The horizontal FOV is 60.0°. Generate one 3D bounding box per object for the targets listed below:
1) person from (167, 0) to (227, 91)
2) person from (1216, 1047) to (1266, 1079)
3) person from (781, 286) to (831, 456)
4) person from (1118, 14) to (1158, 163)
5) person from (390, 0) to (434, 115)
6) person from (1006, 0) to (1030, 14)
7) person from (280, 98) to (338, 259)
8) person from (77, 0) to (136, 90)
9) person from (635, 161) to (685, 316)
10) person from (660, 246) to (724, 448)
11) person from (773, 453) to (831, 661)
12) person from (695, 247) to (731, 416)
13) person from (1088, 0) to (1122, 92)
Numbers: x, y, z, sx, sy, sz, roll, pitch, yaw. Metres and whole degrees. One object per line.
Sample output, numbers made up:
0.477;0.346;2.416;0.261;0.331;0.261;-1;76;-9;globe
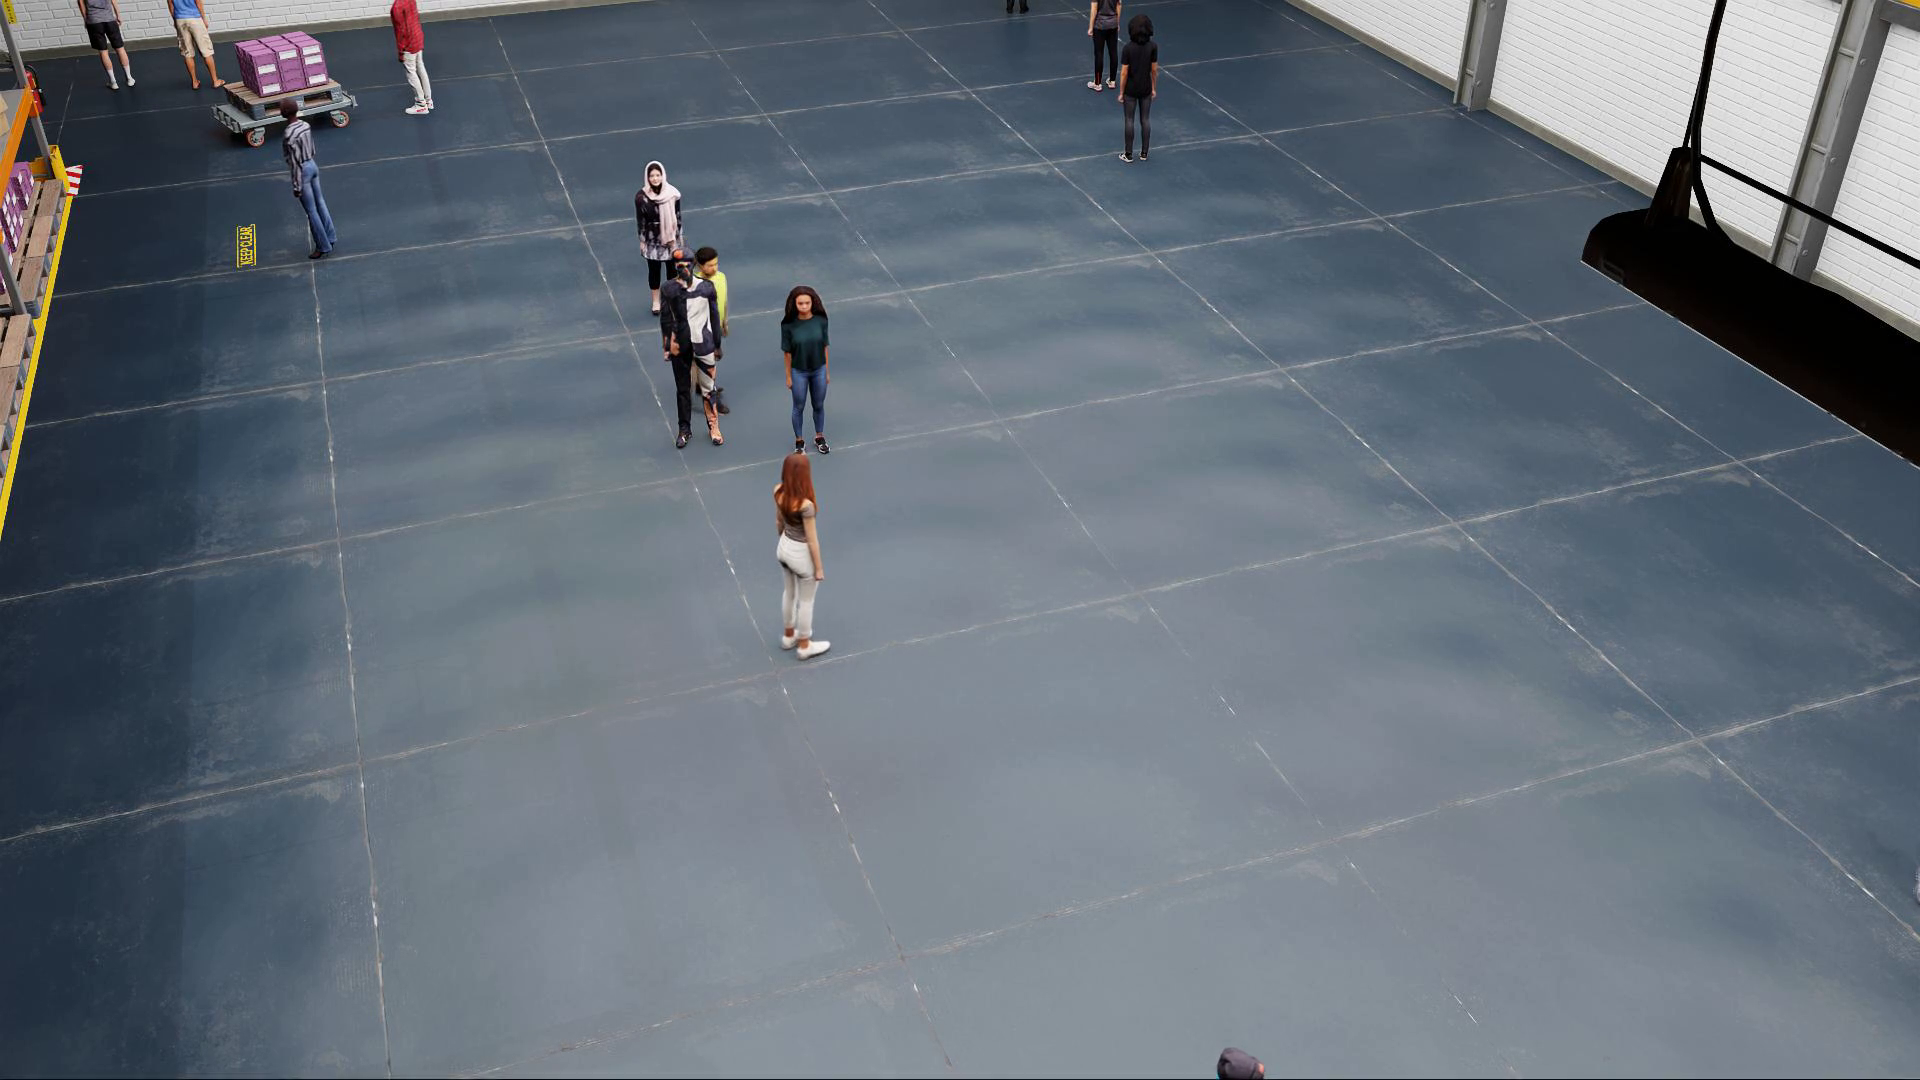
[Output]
-10.742;-7.238;23.172;0.695;1.863;0.632;-5;34;-7;person
1.210;3.014;7.811;0.748;1.793;0.631;5;34;7;person
-1.355;-1.510;14.777;0.597;1.616;0.591;-10;35;-15;person
2.222;-5.659;20.822;0.666;1.834;0.560;-7;34;-10;person
-7.392;-6.673;22.361;0.813;1.820;0.711;8;34;11;person
0.902;-9.271;26.283;0.760;1.804;0.710;3;34;5;person
-7.219;-3.997;18.358;0.768;1.795;0.624;2;34;4;person
-11.968;-7.248;23.179;0.700;1.871;0.637;-20;38;-27;person
-3.091;-3.143;17.215;0.616;1.636;0.597;-12;35;-18;person
-2.391;-1.734;14.864;0.734;1.893;0.671;-4;34;-5;person
-1.201;0.121;12.231;0.723;1.718;0.595;-29;43;-36;person
-2.402;-1.994;15.464;0.971;1.662;0.867;21;39;28;person
2.019;-7.165;23.152;0.643;1.763;0.537;-14;36;-20;person
